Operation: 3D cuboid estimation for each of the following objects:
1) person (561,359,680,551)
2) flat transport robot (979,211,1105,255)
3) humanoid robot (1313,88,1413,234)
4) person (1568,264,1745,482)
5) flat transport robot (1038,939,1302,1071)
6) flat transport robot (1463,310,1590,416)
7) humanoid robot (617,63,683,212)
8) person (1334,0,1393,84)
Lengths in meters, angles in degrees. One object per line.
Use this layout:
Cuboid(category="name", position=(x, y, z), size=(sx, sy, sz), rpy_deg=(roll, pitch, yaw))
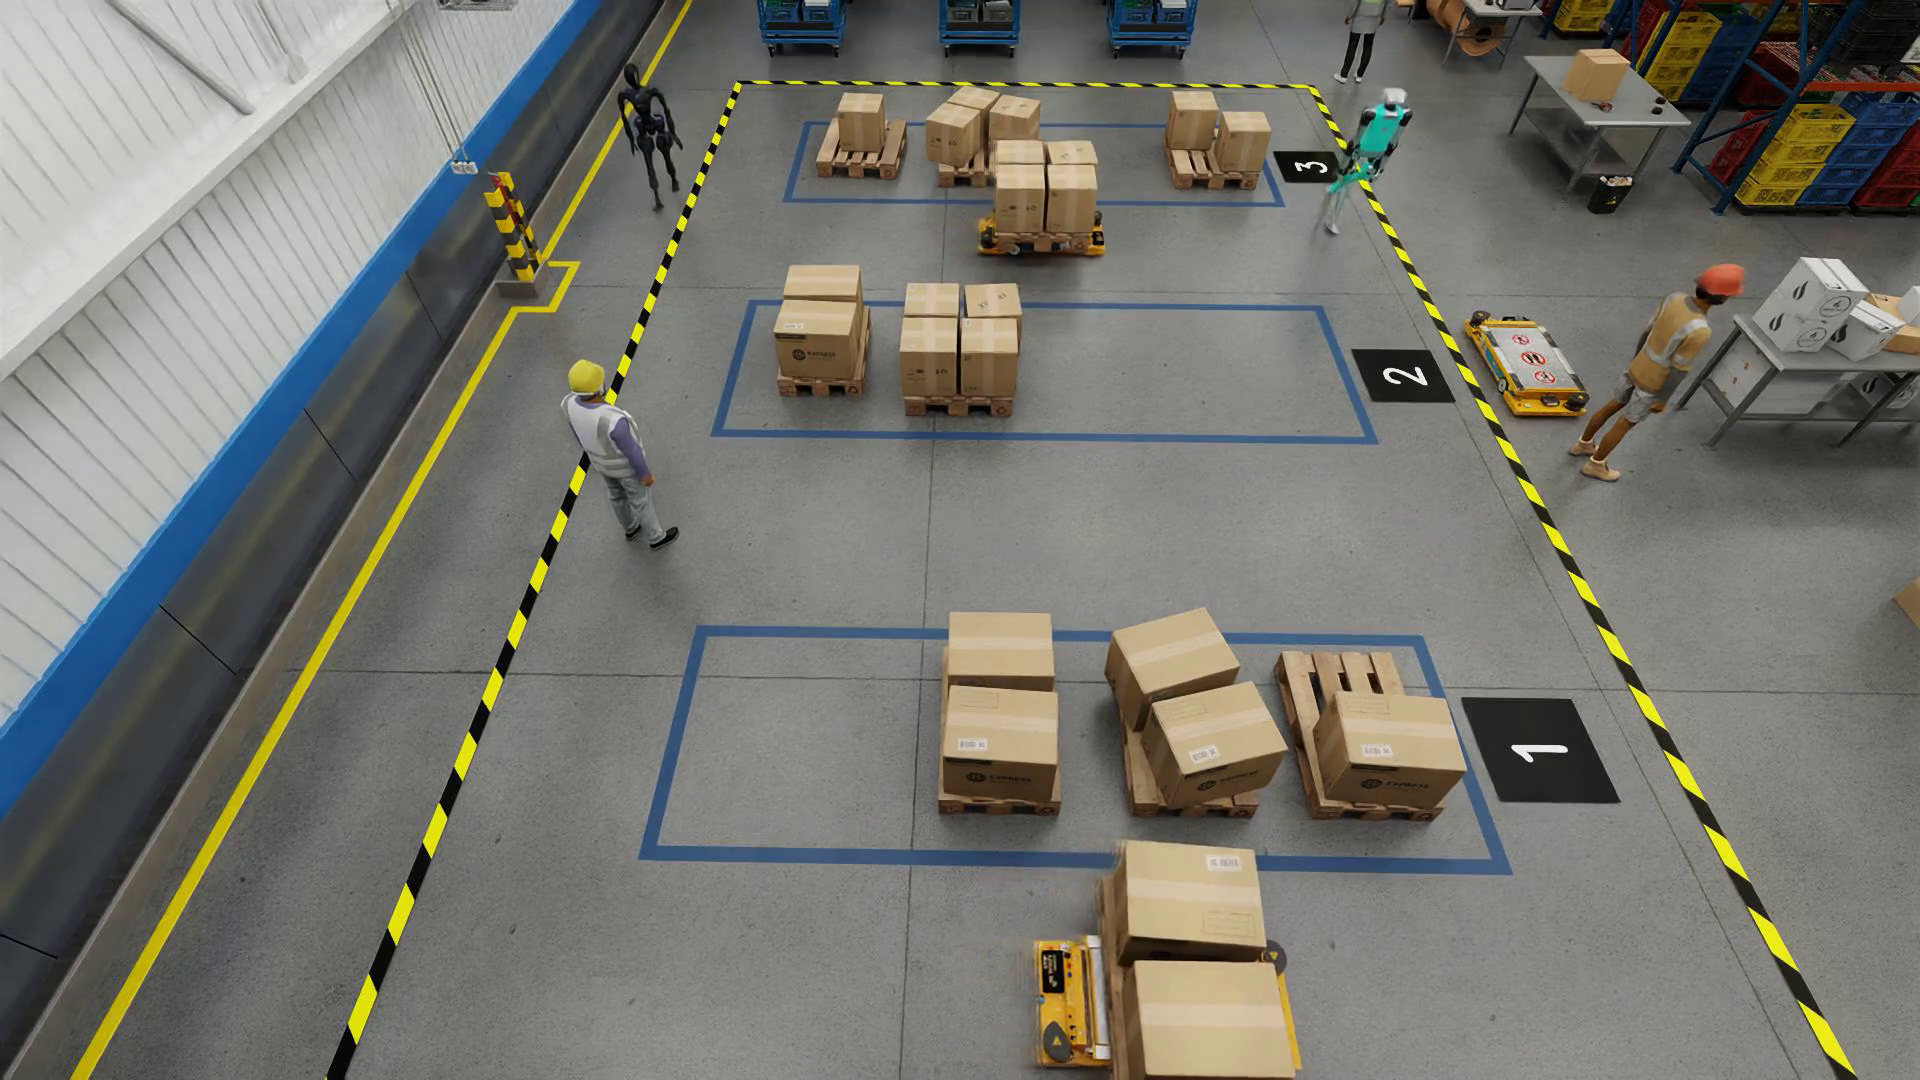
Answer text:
Cuboid(category="person", position=(-2.613, -0.627, 7.038), size=(0.599, 1.834, 0.404), rpy_deg=(23, 53, 18))
Cuboid(category="flat transport robot", position=(0.942, -3.570, 10.605), size=(1.431, 0.197, 0.652), rpy_deg=(1, 49, 1))
Cuboid(category="humanoid robot", position=(4.421, -4.184, 10.242), size=(0.562, 1.868, 0.759), rpy_deg=(-3, 49, -3))
Cuboid(category="person", position=(5.697, -1.352, 7.528), size=(0.366, 2.048, 0.607), rpy_deg=(4, 49, 3))
Cuboid(category="flat transport robot", position=(1.176, 2.634, 5.235), size=(1.431, 0.197, 0.652), rpy_deg=(1, 49, 1))
Cuboid(category="flat transport robot", position=(5.573, -1.757, 9.054), size=(0.659, 0.231, 1.431), rpy_deg=(1, 49, 1))
Cuboid(category="humanoid robot", position=(-3.598, -4.744, 10.743), size=(0.612, 1.622, 0.792), rpy_deg=(-7, 49, -6))
Cuboid(category="person", position=(5.742, -7.436, 12.926), size=(0.589, 1.847, 0.406), rpy_deg=(0, 49, 0))
